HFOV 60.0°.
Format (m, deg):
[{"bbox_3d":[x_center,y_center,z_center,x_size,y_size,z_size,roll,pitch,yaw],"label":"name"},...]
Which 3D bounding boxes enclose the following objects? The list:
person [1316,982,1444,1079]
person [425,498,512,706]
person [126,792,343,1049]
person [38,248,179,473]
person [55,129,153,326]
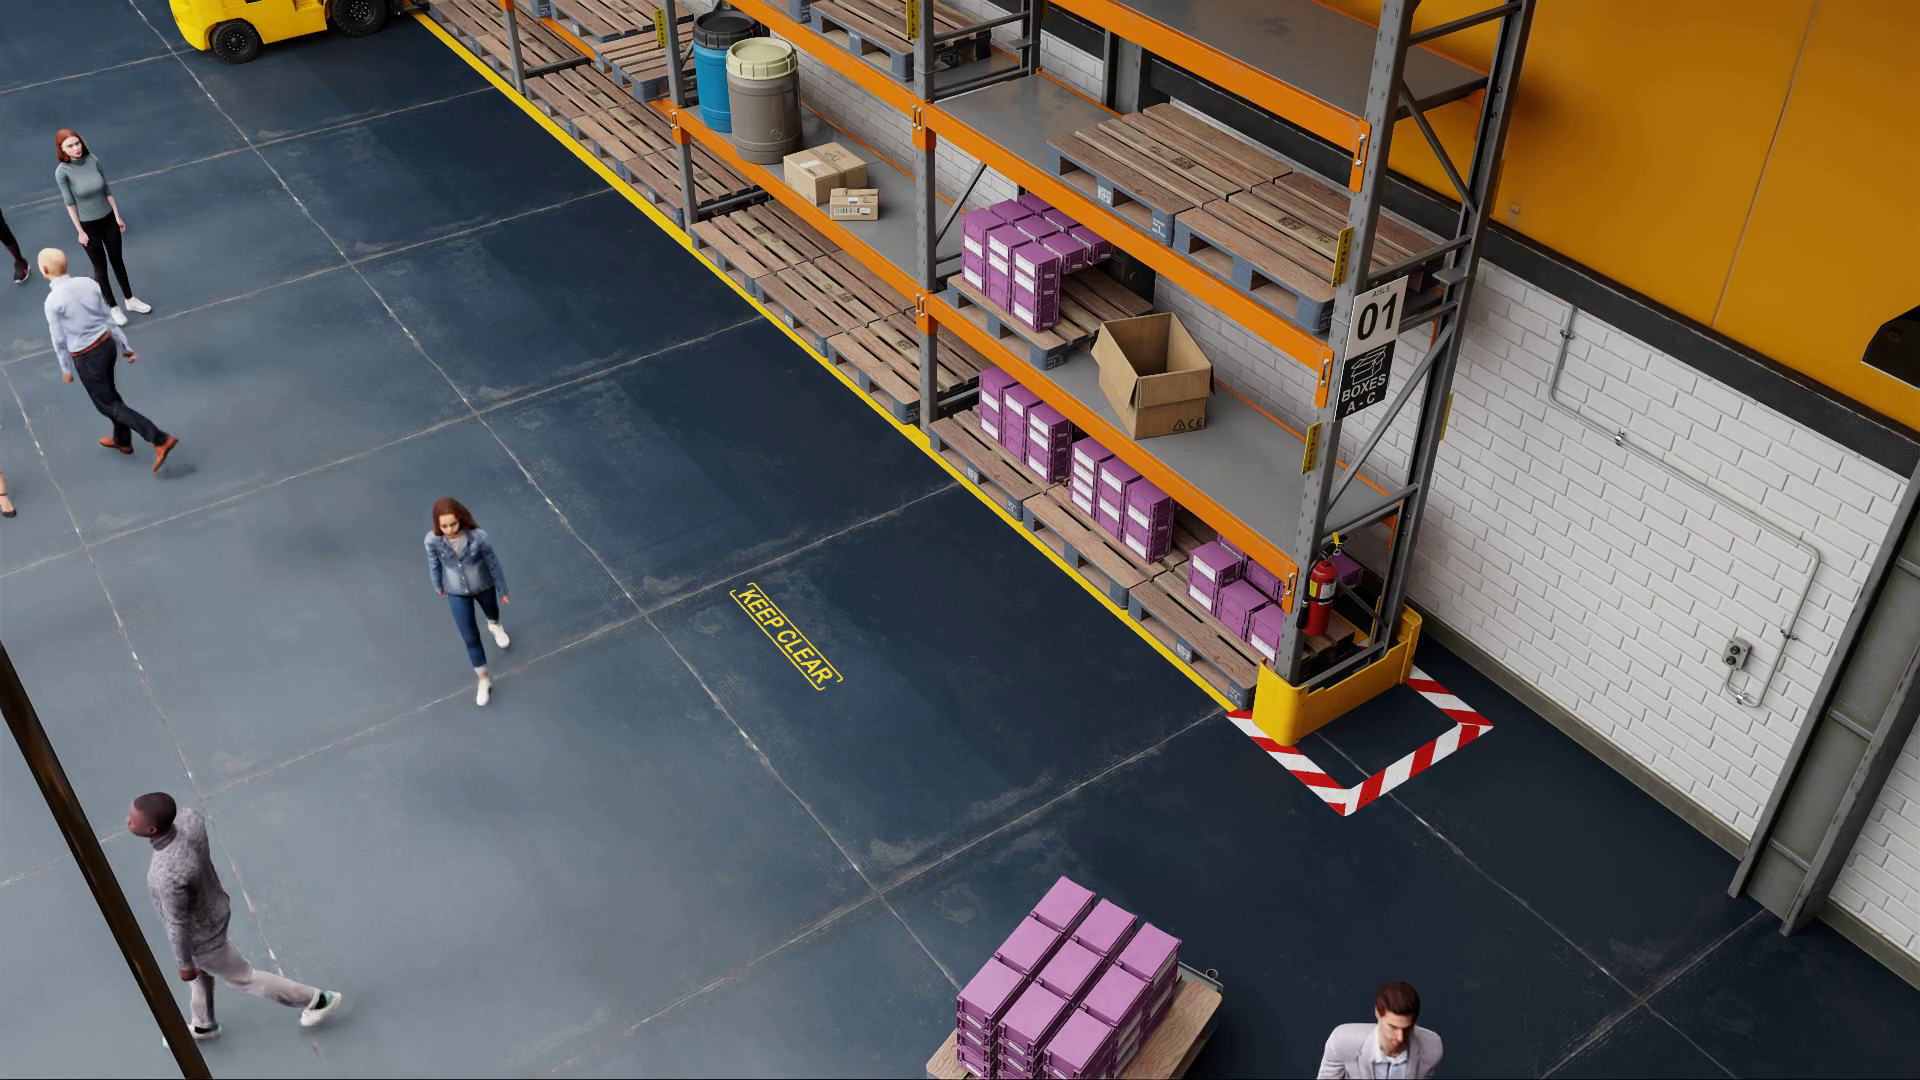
[{"bbox_3d":[1.822,2.591,7.442,0.766,1.857,0.789,1,39,1],"label":"person"},{"bbox_3d":[-3.137,0.258,10.688,0.871,1.450,1.104,-10,40,-12],"label":"person"},{"bbox_3d":[-3.687,1.920,8.315,1.017,1.816,1.201,-10,40,-12],"label":"person"},{"bbox_3d":[-6.380,-1.319,12.420,1.158,1.754,1.057,7,39,9],"label":"person"},{"bbox_3d":[-7.326,-2.673,14.124,0.660,1.743,0.651,21,43,24],"label":"person"}]
